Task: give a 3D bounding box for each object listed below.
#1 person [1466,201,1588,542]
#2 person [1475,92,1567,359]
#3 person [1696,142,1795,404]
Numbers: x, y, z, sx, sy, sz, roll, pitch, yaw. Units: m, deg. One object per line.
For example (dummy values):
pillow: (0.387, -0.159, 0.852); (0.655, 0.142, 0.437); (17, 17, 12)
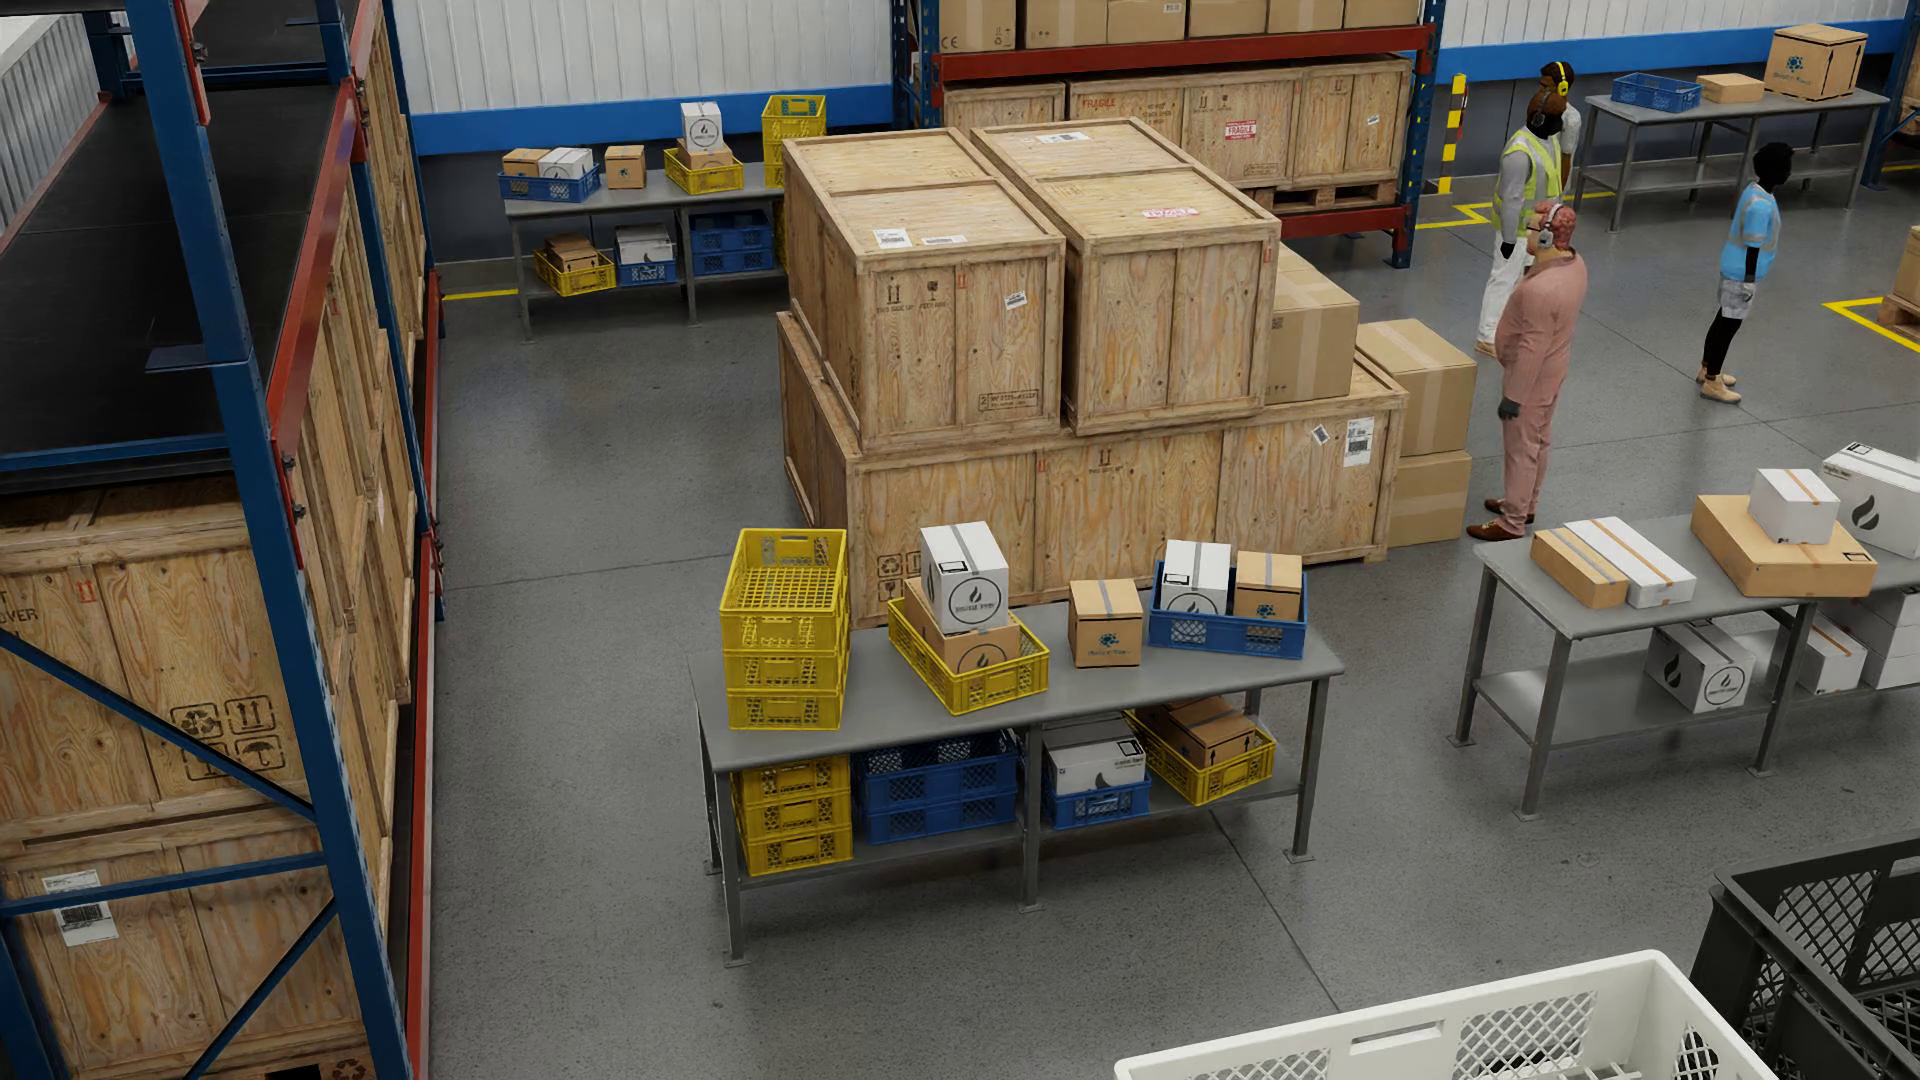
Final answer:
person: (3.078, -0.896, 9.031); (0.399, 1.909, 0.642); (18, 34, 29)
person: (3.860, -2.151, 11.391); (0.431, 1.836, 0.619); (19, 34, 31)
person: (5.089, -1.738, 10.774); (0.316, 1.695, 0.541); (9, 30, 16)
